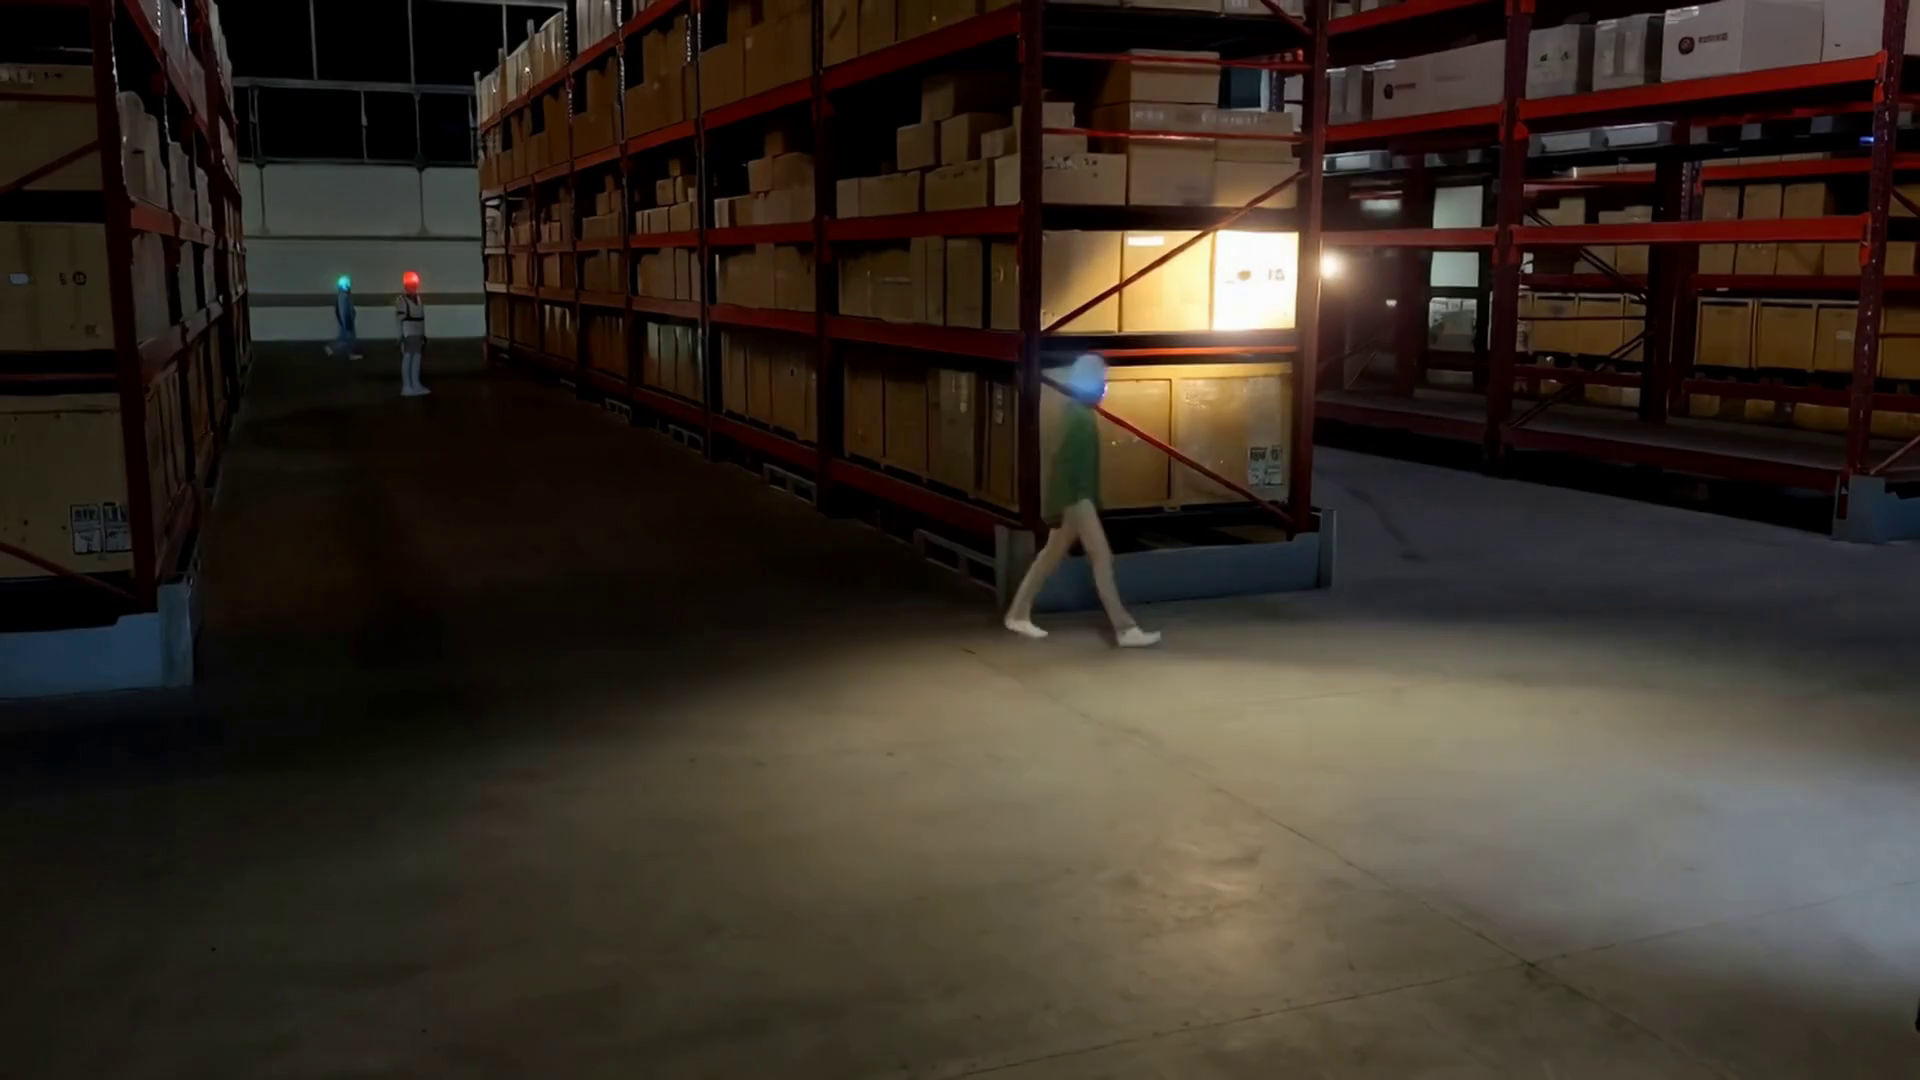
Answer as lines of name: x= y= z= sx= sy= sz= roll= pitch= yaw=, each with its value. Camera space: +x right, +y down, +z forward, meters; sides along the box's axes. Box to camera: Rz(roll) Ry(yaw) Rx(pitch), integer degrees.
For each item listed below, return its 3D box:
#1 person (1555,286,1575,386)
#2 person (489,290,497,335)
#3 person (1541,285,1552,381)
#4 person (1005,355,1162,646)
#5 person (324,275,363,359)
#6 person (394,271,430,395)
person: x=10.292 y=-3.599 z=28.065 sx=0.379 sy=1.996 sz=0.611 roll=0 pitch=9 yaw=-2
person: x=-10.693 y=-5.274 z=38.602 sx=0.460 sy=1.823 sz=0.645 roll=-9 pitch=13 yaw=-42
person: x=10.139 y=-3.677 z=29.298 sx=0.622 sy=1.750 sz=0.530 roll=9 pitch=13 yaw=42
person: x=0.644 y=-0.218 z=9.053 sx=0.879 sy=1.576 sz=0.506 roll=2 pitch=10 yaw=11
person: x=-13.211 y=-4.754 z=35.542 sx=0.699 sy=1.809 sz=0.600 roll=-4 pitch=10 yaw=-23
person: x=-8.585 y=-3.246 z=26.126 sx=0.363 sy=1.934 sz=0.552 roll=4 pitch=10 yaw=25
